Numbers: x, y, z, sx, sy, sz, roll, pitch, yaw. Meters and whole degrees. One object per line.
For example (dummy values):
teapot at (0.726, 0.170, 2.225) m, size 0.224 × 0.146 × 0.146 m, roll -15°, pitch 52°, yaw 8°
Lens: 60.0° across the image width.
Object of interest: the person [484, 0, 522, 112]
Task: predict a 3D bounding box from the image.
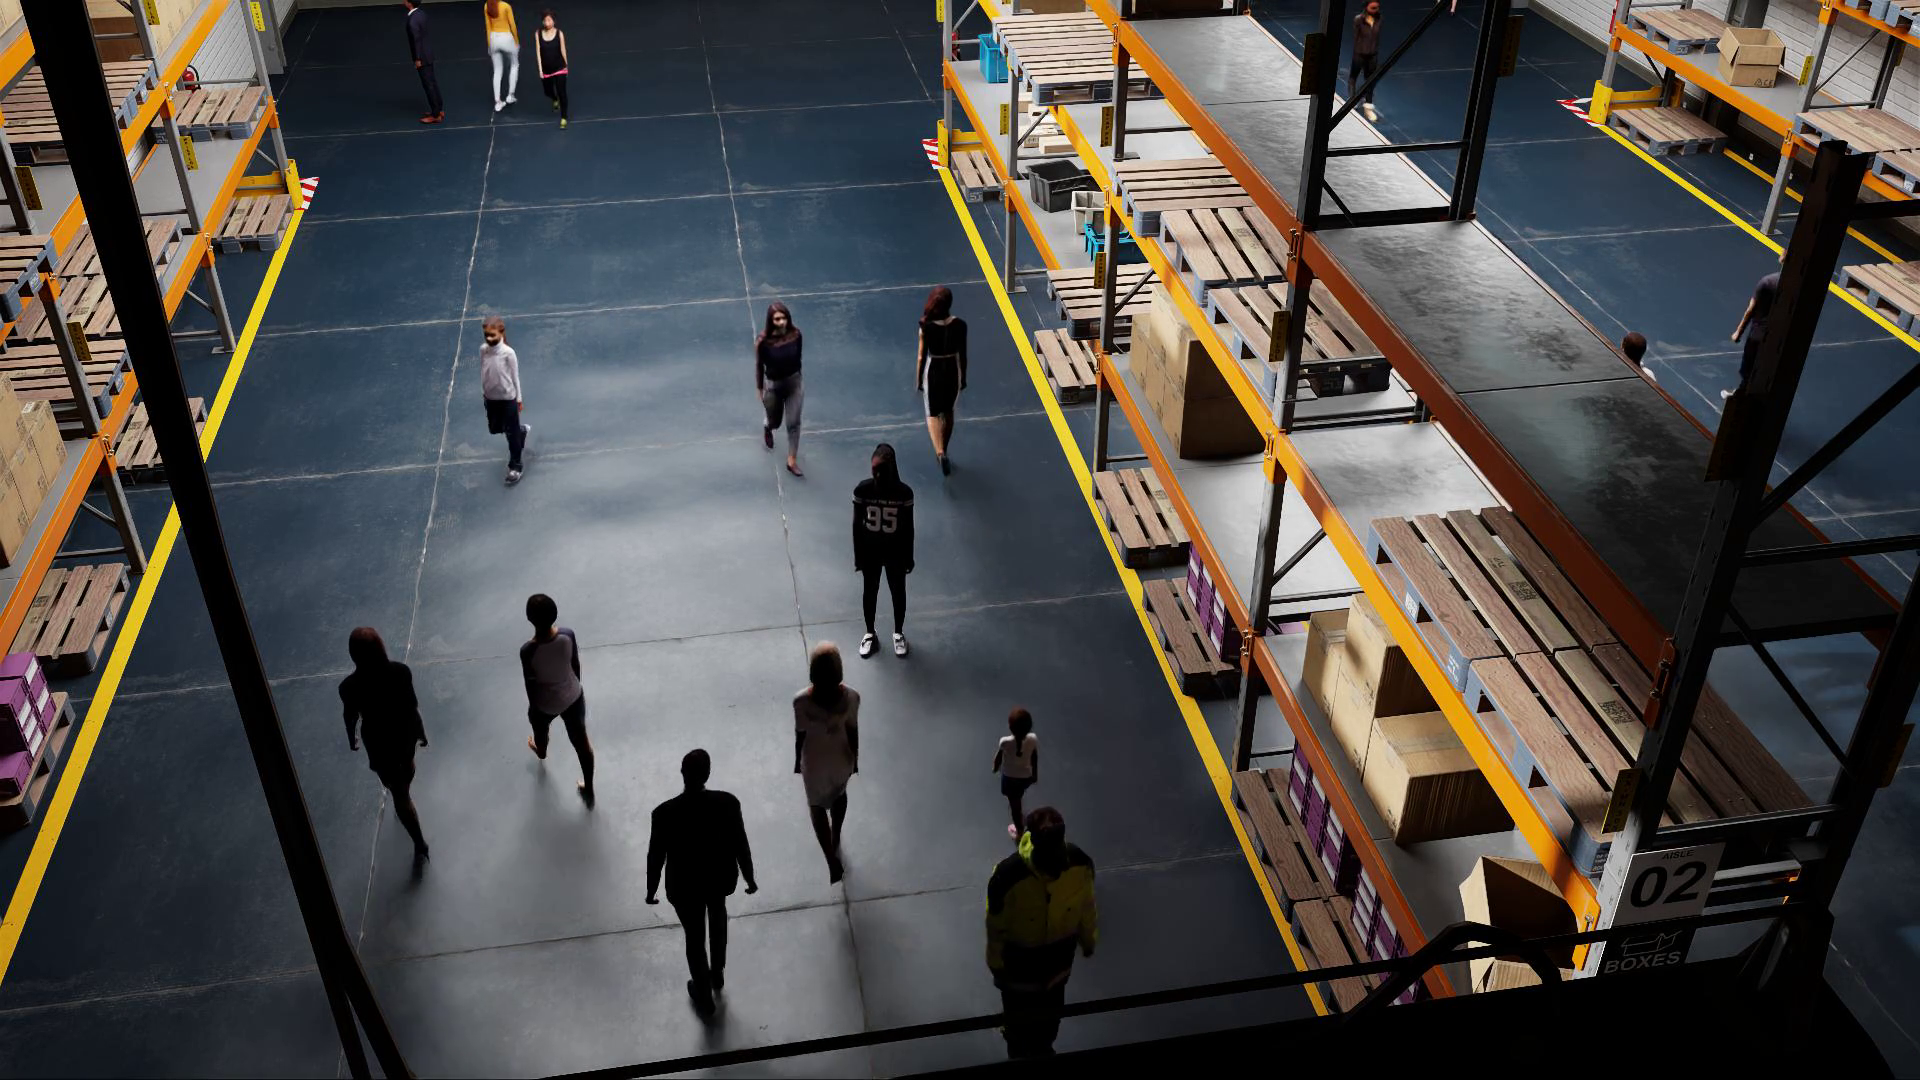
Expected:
person at (-6.165, -6.653, 22.458) m, size 0.717 × 1.733 × 0.765 m, roll 3°, pitch 34°, yaw 5°

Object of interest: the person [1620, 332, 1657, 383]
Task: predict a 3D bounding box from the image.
person at (5.404, -0.753, 13.503) m, size 0.796 × 1.820 × 1.096 m, roll -12°, pitch 36°, yaw -18°

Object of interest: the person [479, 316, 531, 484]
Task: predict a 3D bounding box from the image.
person at (-3.957, -1.287, 14.554) m, size 0.747 × 1.547 × 0.901 m, roll 10°, pitch 35°, yaw 15°

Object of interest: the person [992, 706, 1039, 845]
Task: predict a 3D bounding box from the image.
person at (0.379, 1.545, 10.788) m, size 0.481 × 0.999 × 0.694 m, roll -11°, pitch 35°, yaw -16°

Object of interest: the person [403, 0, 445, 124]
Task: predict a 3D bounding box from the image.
person at (-7.142, -6.431, 22.133) m, size 0.723 × 1.724 × 0.494 m, roll -1°, pitch 34°, yaw -2°

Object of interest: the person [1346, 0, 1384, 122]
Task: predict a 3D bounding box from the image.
person at (5.440, -6.420, 22.171) m, size 0.583 × 1.663 × 0.673 m, roll -6°, pitch 34°, yaw -9°

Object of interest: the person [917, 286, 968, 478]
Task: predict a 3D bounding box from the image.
person at (-0.152, -1.328, 14.400) m, size 0.606 × 1.784 × 0.883 m, roll -5°, pitch 34°, yaw -7°

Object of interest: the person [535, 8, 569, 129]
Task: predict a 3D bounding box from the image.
person at (-5.404, -6.302, 22.108) m, size 0.595 × 1.536 × 0.907 m, roll -2°, pitch 34°, yaw -4°

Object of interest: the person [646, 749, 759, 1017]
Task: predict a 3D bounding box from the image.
person at (-1.414, 1.985, 9.418) m, size 0.830 × 1.782 × 0.741 m, roll -14°, pitch 36°, yaw -20°

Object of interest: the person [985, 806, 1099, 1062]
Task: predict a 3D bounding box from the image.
person at (0.373, 2.127, 9.043) m, size 0.872 × 1.962 × 0.820 m, roll -19°, pitch 38°, yaw -26°

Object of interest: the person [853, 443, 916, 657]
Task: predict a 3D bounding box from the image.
person at (-0.564, 0.083, 12.329) m, size 0.660 × 1.728 × 0.645 m, roll 1°, pitch 34°, yaw 2°

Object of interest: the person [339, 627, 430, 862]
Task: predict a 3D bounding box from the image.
person at (-3.567, 1.330, 10.512) m, size 0.869 × 1.663 × 1.139 m, roll -19°, pitch 38°, yaw -26°

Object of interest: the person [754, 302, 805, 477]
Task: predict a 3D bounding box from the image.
person at (-1.578, -1.361, 14.624) m, size 0.766 × 1.592 × 0.972 m, roll -16°, pitch 37°, yaw -23°

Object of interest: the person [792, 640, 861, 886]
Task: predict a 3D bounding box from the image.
person at (-0.808, 1.414, 10.330) m, size 0.622 × 1.726 × 0.921 m, roll -7°, pitch 34°, yaw -11°

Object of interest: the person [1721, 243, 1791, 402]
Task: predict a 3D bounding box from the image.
person at (7.408, -1.840, 15.211) m, size 0.756 × 1.740 × 1.109 m, roll -10°, pitch 35°, yaw -15°

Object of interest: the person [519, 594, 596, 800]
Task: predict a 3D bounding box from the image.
person at (-2.640, 1.078, 11.016) m, size 0.835 × 1.524 × 1.067 m, roll -21°, pitch 39°, yaw -29°
